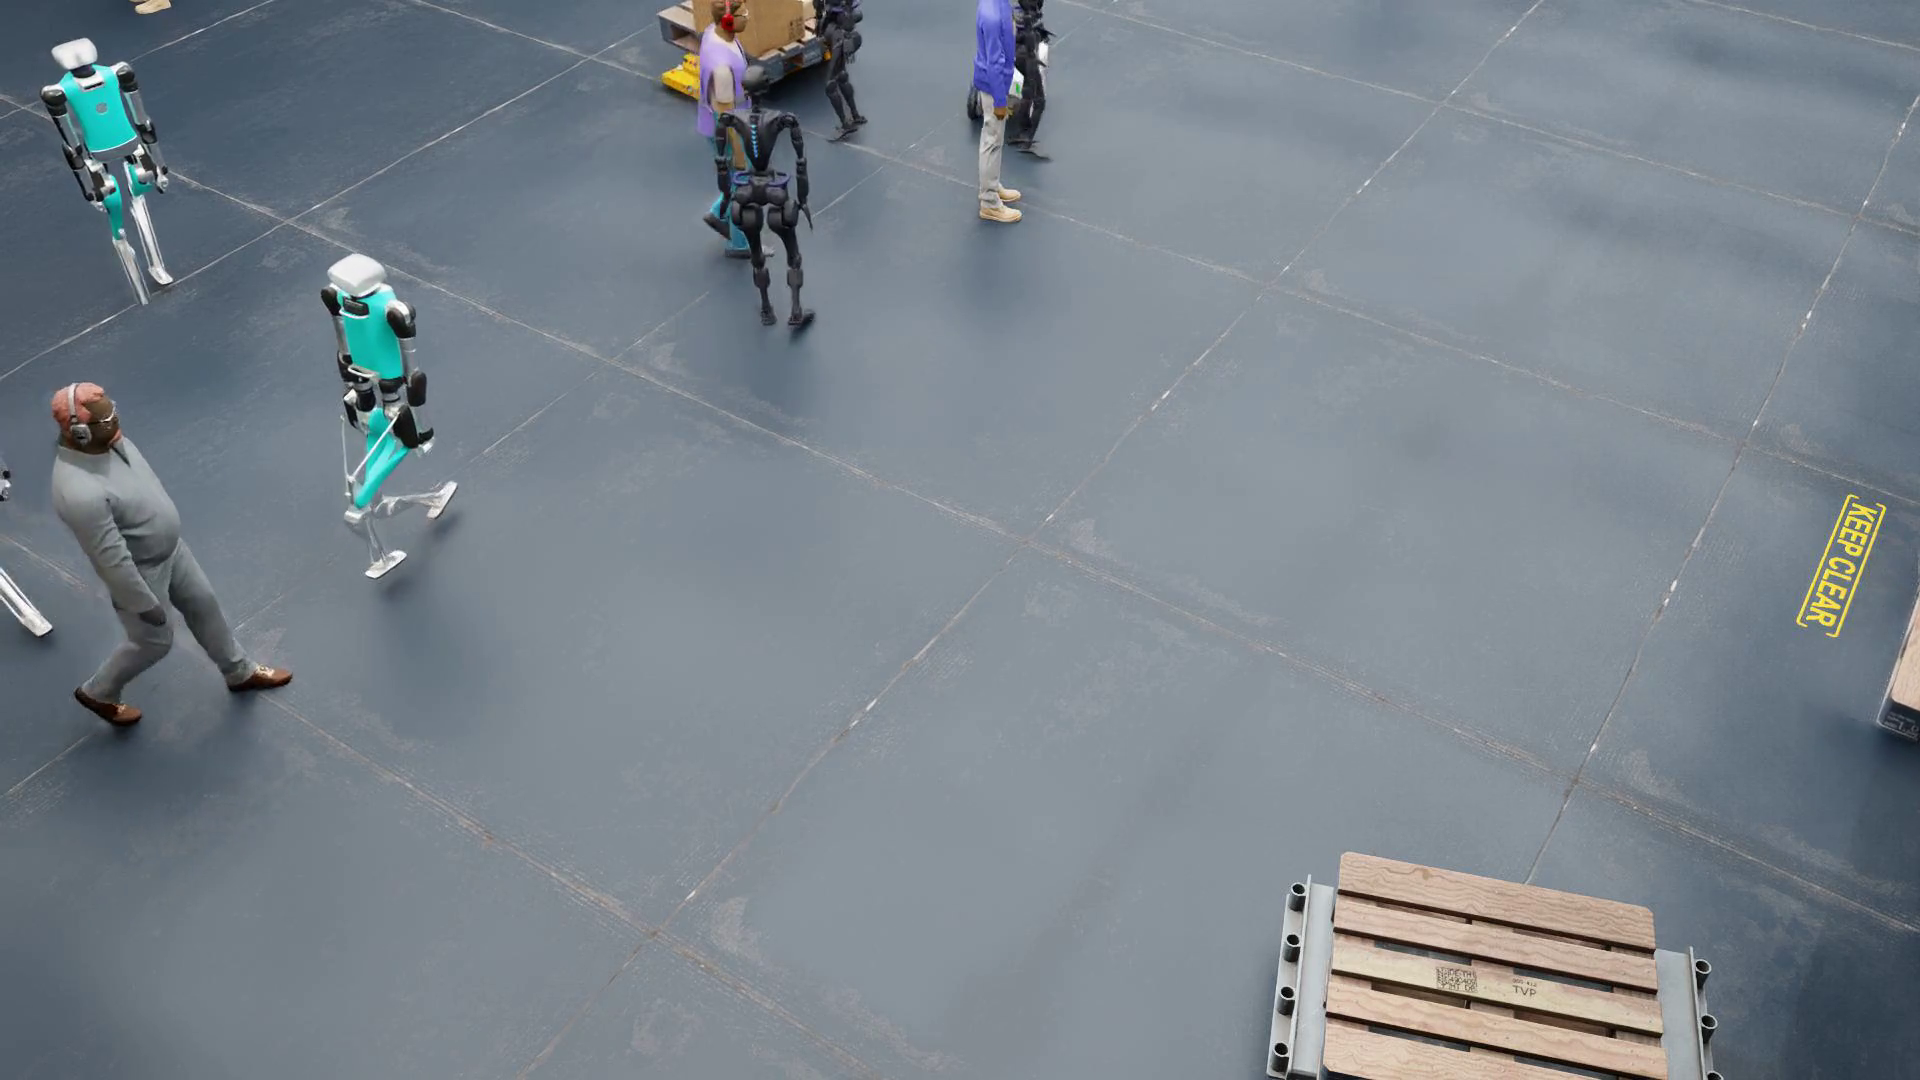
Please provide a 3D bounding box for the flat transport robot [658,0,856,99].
[{"bbox_3d":[-1.577,-3.794,13.025,0.659,0.231,1.431,31,50,30],"label":"flat transport robot"}]

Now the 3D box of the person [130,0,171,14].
[{"bbox_3d":[-6.801,-5.154,13.438,0.304,1.744,0.491,-21,46,-22],"label":"person"}]

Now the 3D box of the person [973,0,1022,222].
[{"bbox_3d":[0.265,-2.994,10.928,0.355,1.871,0.468,1,42,1],"label":"person"}]

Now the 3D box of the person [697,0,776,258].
[{"bbox_3d":[-1.421,-2.600,10.514,0.467,1.826,0.592,-3,42,-4],"label":"person"}]

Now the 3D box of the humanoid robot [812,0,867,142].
[{"bbox_3d":[-0.871,-3.680,11.844,0.396,1.640,0.609,-20,46,-21],"label":"humanoid robot"}]

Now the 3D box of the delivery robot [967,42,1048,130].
[{"bbox_3d":[0.395,-3.450,12.420,0.499,0.589,0.784,14,44,15],"label":"delivery robot"}]

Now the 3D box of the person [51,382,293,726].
[{"bbox_3d":[-3.726,0.087,7.473,0.853,1.878,0.646,-6,42,-6],"label":"person"}]

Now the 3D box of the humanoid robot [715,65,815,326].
[{"bbox_3d":[-1.187,-2.047,10.025,0.588,1.643,0.378,2,42,3],"label":"humanoid robot"}]

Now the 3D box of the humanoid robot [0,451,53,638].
[{"bbox_3d":[-4.987,-0.326,8.083,1.071,1.747,0.531,30,50,29],"label":"humanoid robot"}]

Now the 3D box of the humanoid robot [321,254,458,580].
[{"bbox_3d":[-2.949,-0.527,8.276,0.534,1.738,1.005,19,45,20],"label":"humanoid robot"}]

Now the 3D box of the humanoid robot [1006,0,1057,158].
[{"bbox_3d":[0.500,-3.506,11.651,0.336,1.655,0.600,5,42,5],"label":"humanoid robot"}]

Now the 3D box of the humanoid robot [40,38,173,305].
[{"bbox_3d":[-5.217,-2.255,10.258,0.540,1.868,0.737,-31,50,-30],"label":"humanoid robot"}]
